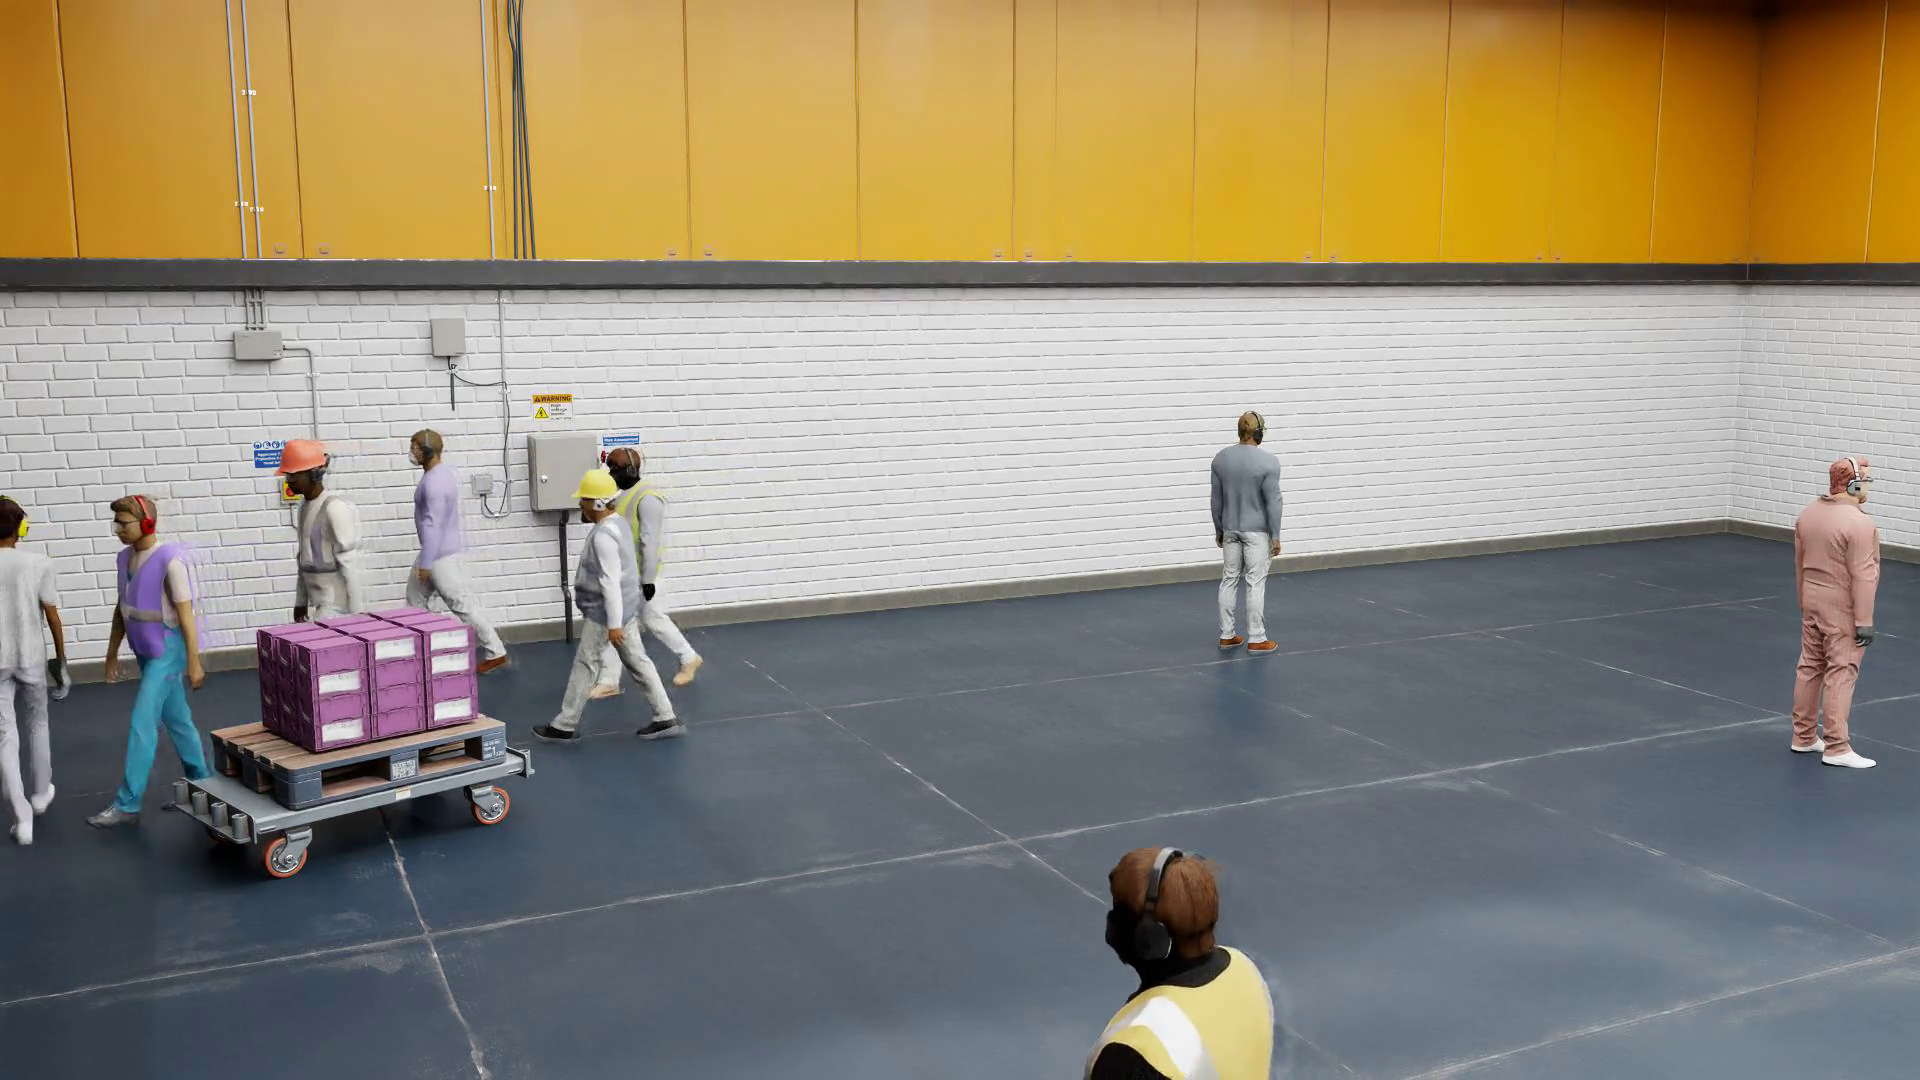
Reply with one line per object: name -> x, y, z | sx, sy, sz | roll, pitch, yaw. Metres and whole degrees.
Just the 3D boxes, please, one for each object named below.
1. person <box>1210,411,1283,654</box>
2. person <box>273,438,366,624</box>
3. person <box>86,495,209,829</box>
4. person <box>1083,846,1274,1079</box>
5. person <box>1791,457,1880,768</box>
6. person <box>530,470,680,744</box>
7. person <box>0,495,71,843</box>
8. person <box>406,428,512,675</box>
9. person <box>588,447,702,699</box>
person -> 2.290, -0.061, 13.260 | 0.635, 1.939, 0.361 | 8, 12, 42
person -> -3.956, 0.370, 10.342 | 0.524, 2.016, 0.637 | -6, 11, -35
person -> -4.540, 0.663, 9.143 | 0.604, 1.806, 0.872 | 7, 12, 39
person -> 0.525, 1.557, 3.663 | 0.910, 1.810, 0.640 | 6, 11, 32
person -> 5.432, 0.438, 10.271 | 0.409, 1.908, 0.639 | -1, 9, -8
person -> -2.270, 0.434, 10.676 | 0.952, 1.782, 0.608 | 0, 9, -1
person -> -5.157, 0.672, 9.056 | 0.521, 1.830, 0.878 | -5, 11, -30
person -> -3.855, 0.107, 12.384 | 1.004, 1.896, 0.645 | -3, 10, -17
person -> -2.284, 0.218, 11.977 | 0.902, 1.806, 0.634 | -8, 12, -41
